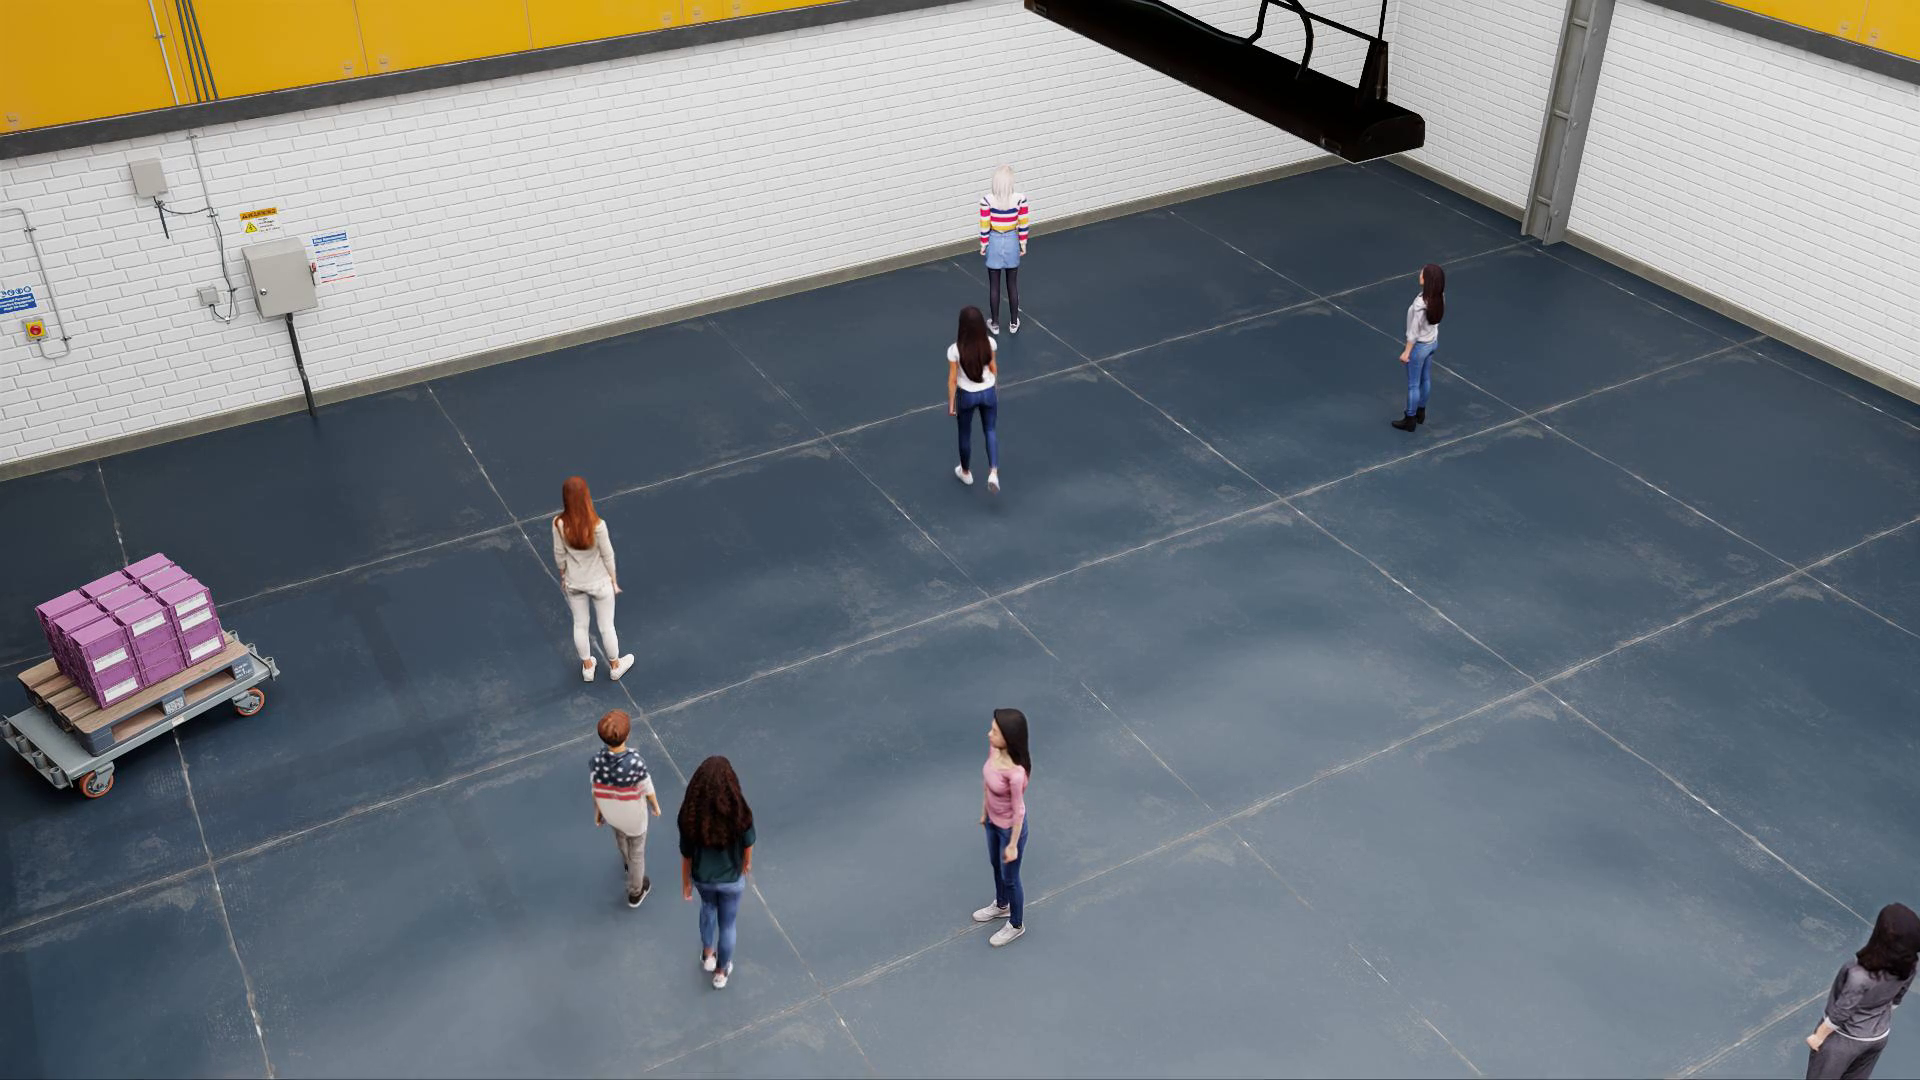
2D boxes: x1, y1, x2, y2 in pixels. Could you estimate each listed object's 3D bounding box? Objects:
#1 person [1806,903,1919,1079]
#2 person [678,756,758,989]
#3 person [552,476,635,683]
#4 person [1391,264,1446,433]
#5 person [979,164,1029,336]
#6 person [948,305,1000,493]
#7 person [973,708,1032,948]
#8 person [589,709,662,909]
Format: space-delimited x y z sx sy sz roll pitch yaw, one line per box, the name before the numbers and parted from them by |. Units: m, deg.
person | 4.648 2.563 8.647 0.631 1.765 0.577 -10 35 -15
person | -1.403 2.000 9.644 0.706 1.600 0.745 -2 34 -3
person | -2.708 0.306 12.101 0.690 1.700 0.732 4 34 6
person | 4.255 -1.776 15.294 0.621 1.633 0.662 26 41 33
person | 0.437 -2.968 16.929 0.720 1.808 0.686 -2 34 -3
person | 0.164 -1.178 14.278 0.757 1.762 0.971 -10 35 -14
person | 0.270 1.703 9.961 0.665 1.742 0.483 -13 36 -18
person | -2.094 1.690 10.268 0.753 1.423 0.829 5 34 8
